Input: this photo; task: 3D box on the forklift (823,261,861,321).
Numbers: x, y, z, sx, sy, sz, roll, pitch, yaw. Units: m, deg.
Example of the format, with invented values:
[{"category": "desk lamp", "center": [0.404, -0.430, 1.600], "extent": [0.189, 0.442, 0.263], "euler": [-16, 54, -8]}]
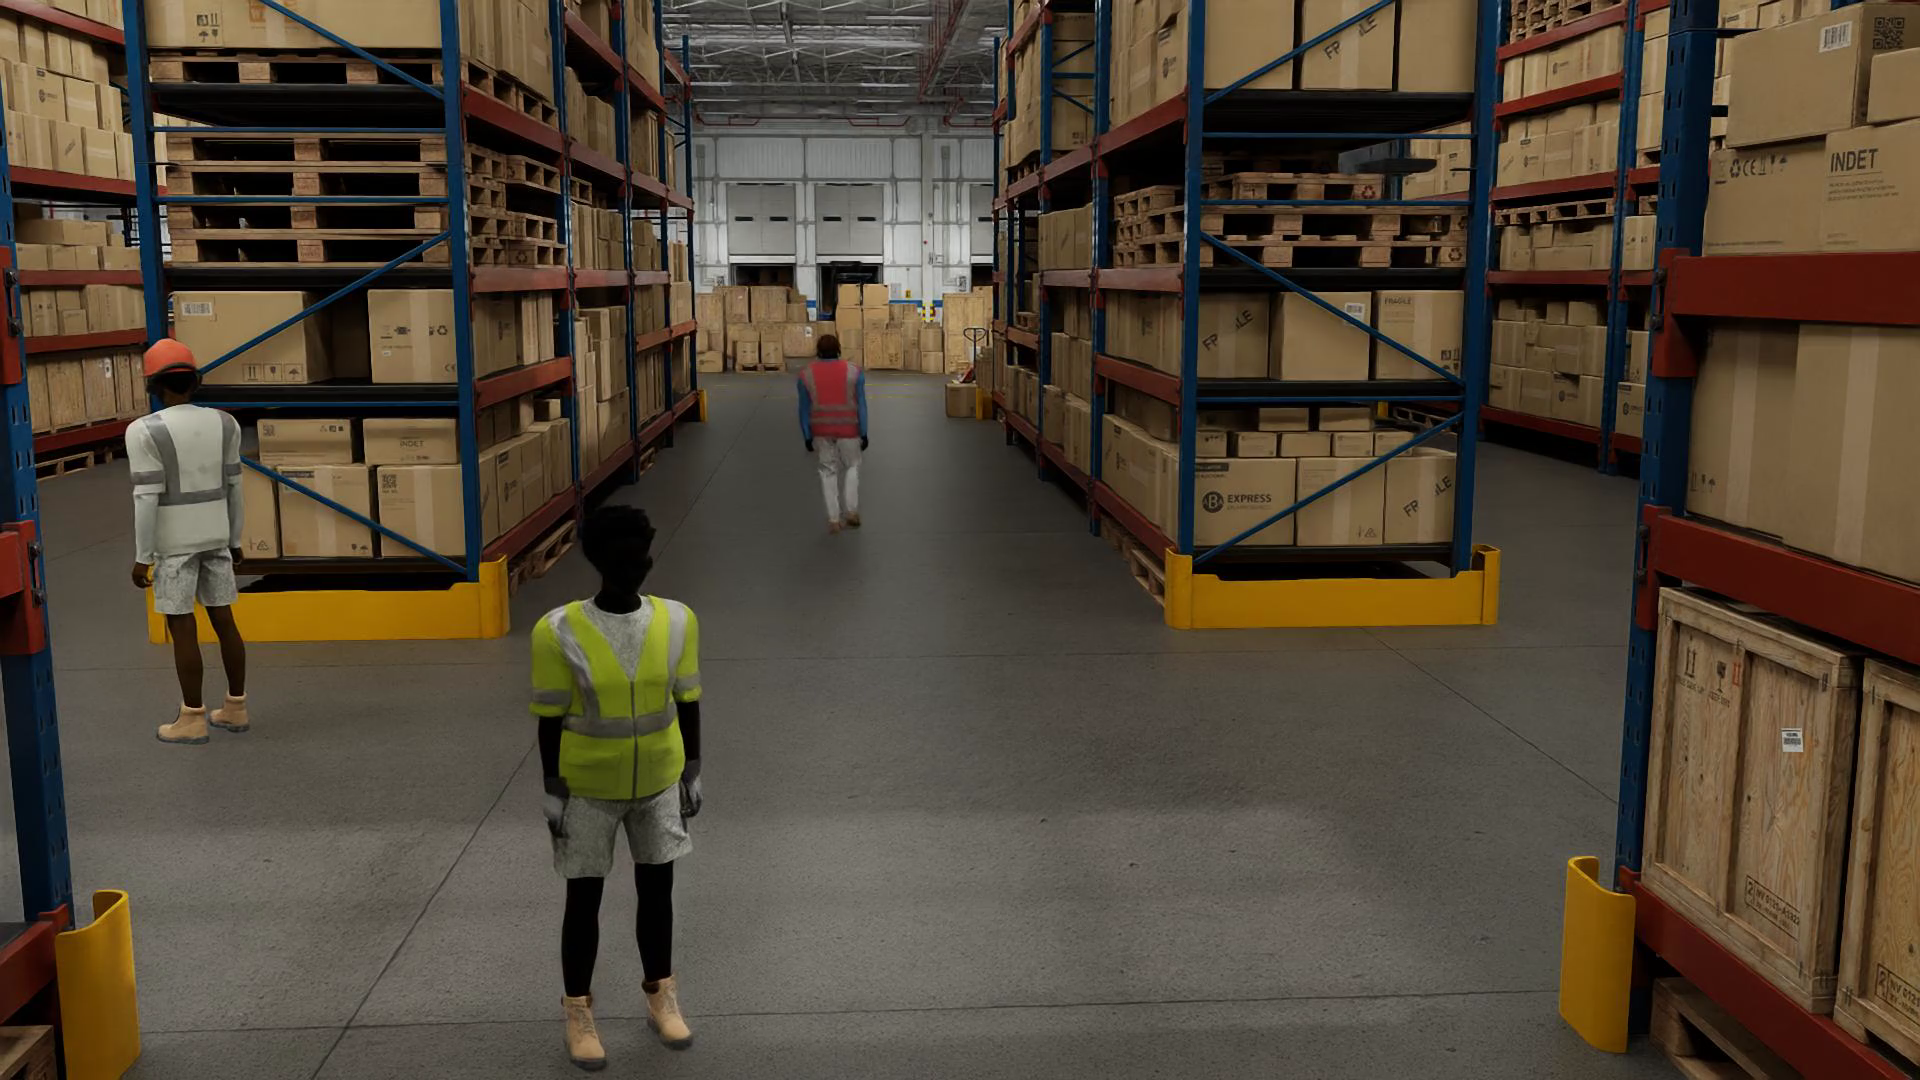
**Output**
[{"category": "forklift", "center": [-3.721, -7.733, 54.388], "extent": [1.129, 2.768, 1.873], "euler": [-4, 10, -25]}]

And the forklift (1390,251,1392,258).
[{"category": "forklift", "center": [8.396, -4.295, 32.800], "extent": [1.129, 2.768, 1.873], "euler": [-1, 9, -4]}]

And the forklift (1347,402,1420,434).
[{"category": "forklift", "center": [5.746, -2.984, 24.569], "extent": [1.873, 2.768, 1.129], "euler": [-1, 9, -4]}]

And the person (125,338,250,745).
[{"category": "person", "center": [-3.909, 0.010, 8.397], "extent": [0.393, 2.040, 0.611], "euler": [5, 10, 29]}]

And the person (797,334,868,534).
[{"category": "person", "center": [-1.161, -0.983, 15.345], "extent": [0.640, 1.812, 0.693], "euler": [0, 9, 0]}]

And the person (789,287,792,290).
[{"category": "person", "center": [-5.977, -7.932, 58.587], "extent": [0.549, 1.937, 0.358], "euler": [-4, 10, -25]}]

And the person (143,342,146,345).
[{"category": "person", "center": [-21.923, -5.690, 44.802], "extent": [0.506, 1.846, 0.346], "euler": [4, 10, 24]}]

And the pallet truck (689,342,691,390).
[{"category": "pallet truck", "center": [-5.225, -3.008, 27.480], "extent": [1.885, 1.965, 0.823], "euler": [2, 9, 14]}]

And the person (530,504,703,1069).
[{"category": "person", "center": [-1.015, 0.726, 5.002], "extent": [0.535, 1.694, 0.319], "euler": [-5, 10, -29]}]
